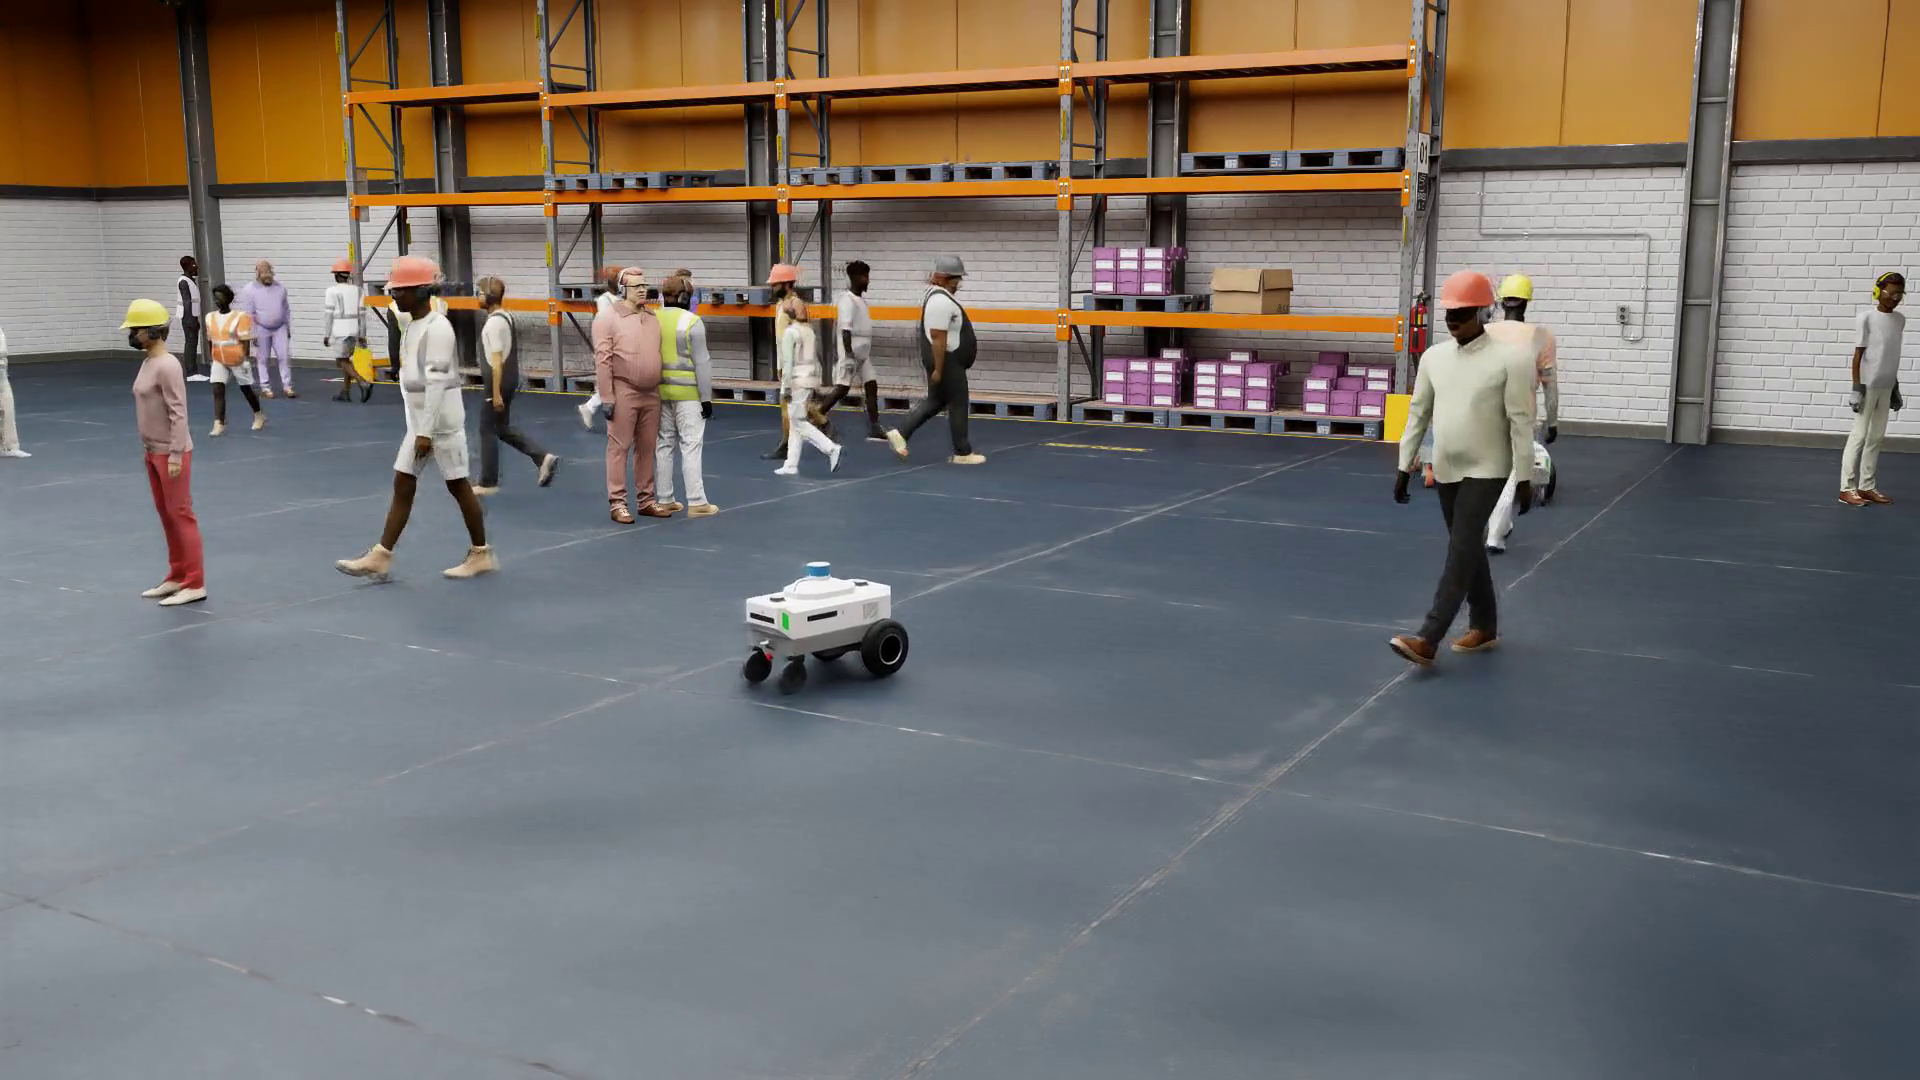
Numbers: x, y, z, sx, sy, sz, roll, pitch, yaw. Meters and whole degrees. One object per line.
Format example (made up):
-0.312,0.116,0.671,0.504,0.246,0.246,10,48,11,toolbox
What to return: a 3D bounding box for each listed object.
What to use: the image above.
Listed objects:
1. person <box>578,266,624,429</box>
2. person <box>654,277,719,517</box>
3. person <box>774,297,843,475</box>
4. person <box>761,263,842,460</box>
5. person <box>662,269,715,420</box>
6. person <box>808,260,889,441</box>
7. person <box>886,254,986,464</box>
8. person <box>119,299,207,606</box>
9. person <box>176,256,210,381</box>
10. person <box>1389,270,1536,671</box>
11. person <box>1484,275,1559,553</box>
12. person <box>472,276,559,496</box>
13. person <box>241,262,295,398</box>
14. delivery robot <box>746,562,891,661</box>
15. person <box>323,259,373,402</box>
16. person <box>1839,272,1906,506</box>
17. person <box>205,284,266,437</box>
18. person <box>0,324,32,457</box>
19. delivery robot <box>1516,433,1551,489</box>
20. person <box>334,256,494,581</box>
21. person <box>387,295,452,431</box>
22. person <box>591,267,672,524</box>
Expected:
-3.864,-2.088,18.344,0.790,1.861,0.583,2,10,11,person
-2.149,-1.092,12.764,0.622,1.838,0.429,5,11,28,person
-1.366,-1.368,14.949,0.650,1.611,0.538,4,11,23,person
-1.549,-1.737,16.211,0.796,1.910,0.560,-5,11,-25,person
-3.388,-2.354,19.994,0.929,1.810,0.581,7,12,35,person
-1.185,-2.001,17.659,0.964,1.932,0.613,3,10,15,person
-0.229,-1.735,15.817,0.871,2.000,0.684,-2,10,-9,person
-4.623,-0.503,9.620,0.325,1.767,0.533,-8,13,-40,person
-11.867,-3.412,25.653,0.392,1.922,0.591,-3,10,-17,person
2.424,-0.341,8.199,1.024,1.939,0.664,-7,12,-35,person
3.773,-0.872,11.413,0.611,1.872,1.013,5,11,28,person
-3.762,-1.265,13.762,0.702,1.830,0.521,0,10,0,person
-9.357,-2.828,22.552,0.650,1.854,0.842,-8,13,-37,person
-0.672,0.349,7.959,0.707,0.478,0.477,-10,14,-44,delivery robot
-8.060,-2.744,21.910,0.791,1.912,0.551,5,11,26,person
7.354,-1.205,13.326,0.518,1.863,0.329,-4,11,-22,person
-8.026,-1.996,18.377,0.548,1.667,0.840,1,10,7,person
-9.509,-1.591,16.184,0.662,1.619,0.515,0,10,2,person
4.608,-0.636,13.538,0.477,0.478,0.707,3,10,15,delivery robot
-3.329,-0.704,10.086,1.016,1.995,0.621,-8,13,-38,person
-5.280,-1.718,16.280,0.627,1.846,0.429,-7,12,-33,person
-2.438,-1.088,12.531,0.407,1.910,0.639,8,13,38,person
